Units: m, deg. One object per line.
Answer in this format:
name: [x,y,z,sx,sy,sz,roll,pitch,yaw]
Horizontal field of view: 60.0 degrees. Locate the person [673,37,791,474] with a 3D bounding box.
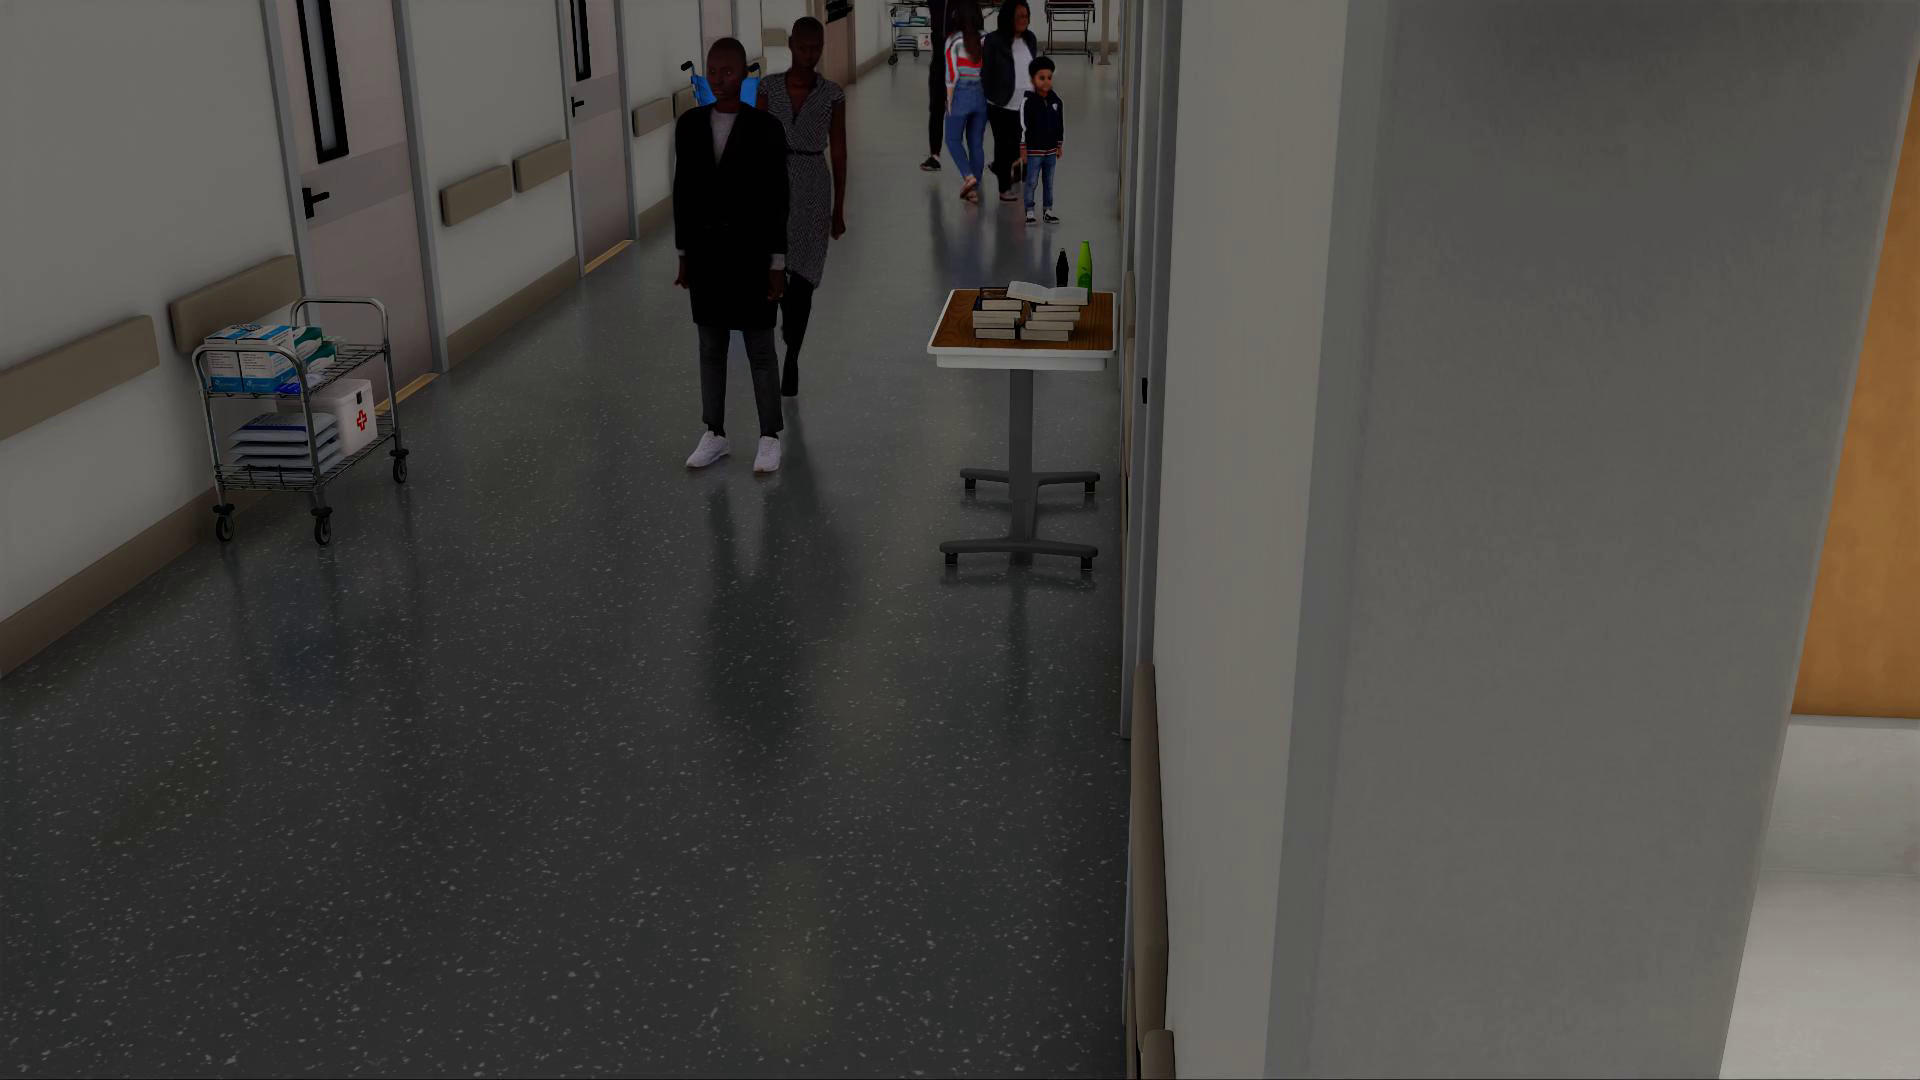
person: [-0.929,-1.163,6.864,0.672,1.764,0.596,5,21,12]

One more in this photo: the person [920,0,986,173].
person: [0.003,-4.196,14.851,0.990,1.779,1.350,9,23,23]

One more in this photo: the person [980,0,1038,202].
person: [0.375,-3.519,13.352,0.957,1.573,1.042,-14,25,-32]

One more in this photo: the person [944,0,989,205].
person: [0.113,-3.471,13.183,0.742,1.605,0.801,-9,22,-22]

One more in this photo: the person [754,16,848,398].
person: [-0.767,-1.582,7.970,0.700,1.764,0.862,2,21,6]

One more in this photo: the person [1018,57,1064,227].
person: [0.609,-2.974,12.414,0.593,1.219,0.615,-7,22,-19]
